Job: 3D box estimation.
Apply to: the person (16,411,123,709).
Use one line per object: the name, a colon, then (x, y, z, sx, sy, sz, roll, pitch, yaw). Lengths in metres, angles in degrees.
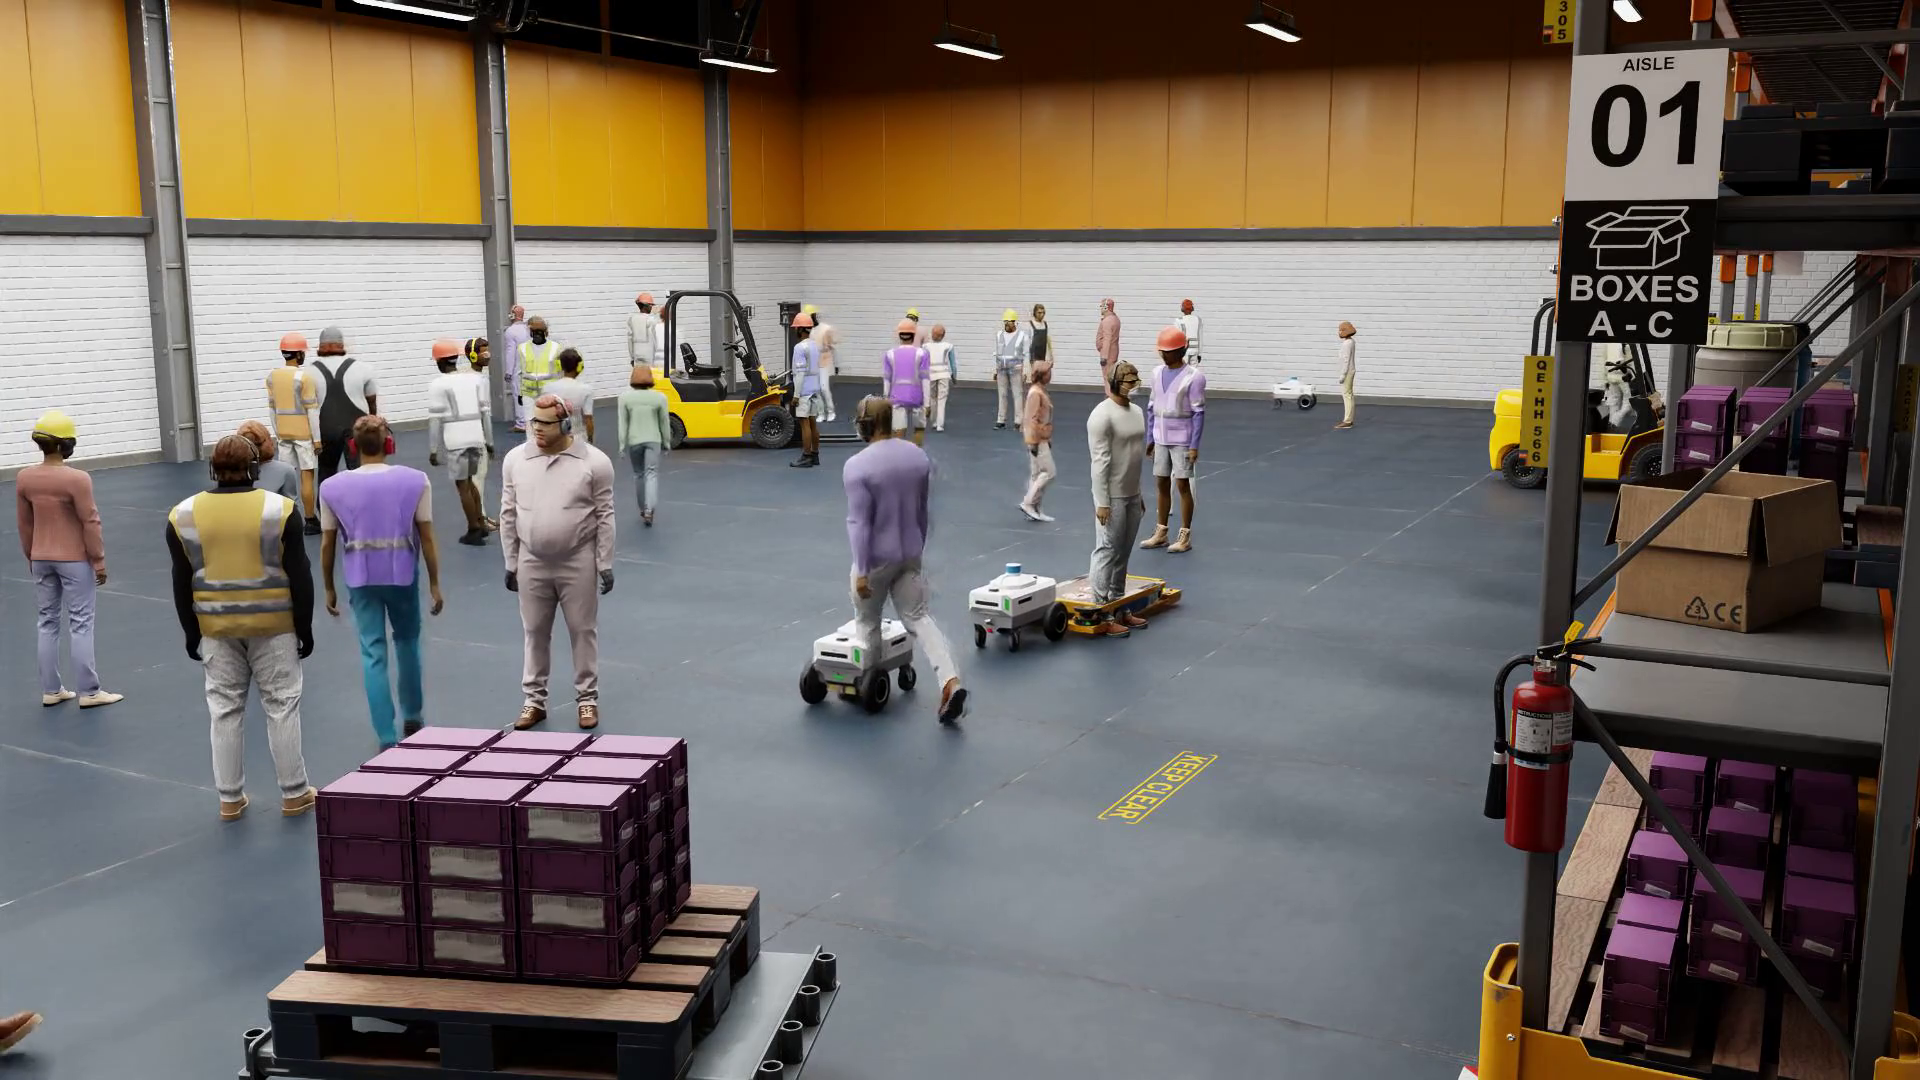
person: (-5.282, 0.120, 9.834, 0.533, 1.766, 0.316, 2, 10, 13)

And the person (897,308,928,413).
person: (-0.791, -2.998, 27.906, 0.525, 1.759, 0.337, -1, 10, -5)

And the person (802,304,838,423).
person: (-2.264, -2.783, 26.293, 0.603, 1.879, 0.561, 3, 10, 17)

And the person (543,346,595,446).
person: (-3.574, -0.833, 15.129, 0.526, 1.843, 0.724, 0, 10, 2)

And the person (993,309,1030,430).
person: (0.758, -2.576, 25.246, 0.588, 1.834, 0.403, 4, 11, 24)

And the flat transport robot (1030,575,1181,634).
flat transport robot: (1.034, 0.442, 12.292, 0.652, 0.197, 1.431, 6, 12, 32)

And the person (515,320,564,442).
person: (-5.312, -1.856, 21.058, 0.627, 1.843, 0.429, -1, 10, -5)

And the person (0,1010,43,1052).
person: (-3.585, 0.838, 5.202, 1.005, 1.952, 0.648, -5, 11, -28)

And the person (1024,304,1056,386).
person: (1.365, -3.117, 28.431, 0.502, 1.820, 0.652, -7, 12, -37)

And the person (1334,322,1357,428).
person: (5.950, -2.542, 25.626, 0.279, 1.633, 0.498, 4, 11, 23)

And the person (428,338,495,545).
person: (-4.611, -0.898, 15.313, 0.528, 1.905, 0.574, 7, 12, 34)

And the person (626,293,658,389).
person: (-5.118, -3.000, 27.115, 0.605, 2.037, 0.394, 5, 11, 25)

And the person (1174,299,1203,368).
person: (3.965, -3.249, 28.999, 0.575, 1.883, 0.359, -4, 11, -22)

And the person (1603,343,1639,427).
person: (9.482, -2.329, 23.840, 0.485, 1.822, 0.634, -5, 11, -25)

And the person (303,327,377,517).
person: (-6.030, -1.115, 16.188, 0.696, 2.000, 0.939, -3, 10, -17)

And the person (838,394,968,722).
person: (-0.360, 0.110, 9.576, 0.652, 1.896, 0.980, -9, 13, -42)

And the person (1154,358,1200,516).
person: (2.230, -1.064, 17.053, 0.513, 1.639, 0.311, -2, 10, -13)

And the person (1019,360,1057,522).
person: (0.810, -0.974, 16.547, 0.372, 1.623, 0.539, 1, 10, 7)

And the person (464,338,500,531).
person: (-4.647, -1.021, 16.138, 0.329, 1.872, 0.507, -1, 10, -8)

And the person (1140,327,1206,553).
person: (1.900, -0.896, 14.941, 0.395, 2.033, 0.605, -9, 13, -42)

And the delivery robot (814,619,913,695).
delivery robot: (-0.575, 0.647, 10.010, 0.477, 0.478, 0.707, 5, 11, 26)

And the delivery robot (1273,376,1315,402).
delivery robot: (5.761, -2.585, 28.705, 0.707, 0.478, 0.477, 3, 10, 18)

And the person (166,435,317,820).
person: (-3.375, 0.418, 7.895, 0.622, 1.843, 0.429, -2, 10, -9)

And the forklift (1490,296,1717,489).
forklift: (7.296, -1.677, 18.993, 2.313, 2.155, 1.214, 5, 11, 27)

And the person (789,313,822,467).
person: (-1.957, -1.879, 20.904, 0.357, 1.938, 0.546, 4, 10, 20)

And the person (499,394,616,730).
person: (-2.271, 0.130, 9.383, 0.641, 1.904, 0.401, 0, 10, 0)

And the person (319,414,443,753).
person: (-3.155, 0.220, 9.084, 0.606, 1.813, 0.854, -3, 10, -19)

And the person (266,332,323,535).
person: (-6.310, -1.008, 15.867, 0.547, 1.938, 0.359, 4, 10, 20)

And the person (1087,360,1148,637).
person: (1.125, -0.298, 11.750, 0.370, 1.939, 0.631, 6, 11, 31)

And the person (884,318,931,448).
person: (-0.603, -1.650, 19.625, 0.579, 1.918, 0.609, 2, 10, 10)

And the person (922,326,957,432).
person: (-0.314, -2.444, 25.180, 0.529, 1.590, 0.841, 2, 10, 11)

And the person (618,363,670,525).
person: (-3.144, -0.962, 16.560, 0.503, 1.605, 0.790, -1, 10, -5)

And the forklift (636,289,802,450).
forklift: (-3.358, -2.392, 23.136, 2.313, 2.155, 1.214, -1, 10, -5)

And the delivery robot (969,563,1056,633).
delivery robot: (0.364, 0.404, 11.417, 0.477, 0.478, 0.707, 6, 12, 32)

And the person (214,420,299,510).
person: (-4.485, 0.043, 10.656, 0.498, 1.633, 0.287, -4, 11, -23)

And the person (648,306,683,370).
person: (-4.684, -2.801, 26.464, 0.582, 1.860, 0.696, 0, 10, 1)

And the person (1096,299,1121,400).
person: (2.521, -3.178, 28.512, 0.402, 1.911, 0.638, 4, 10, 20)

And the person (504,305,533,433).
person: (-6.598, -2.557, 24.916, 0.404, 1.911, 0.636, 5, 11, 26)

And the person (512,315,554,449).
person: (-5.474, -2.049, 22.124, 1.059, 1.877, 0.690, 2, 10, 10)
